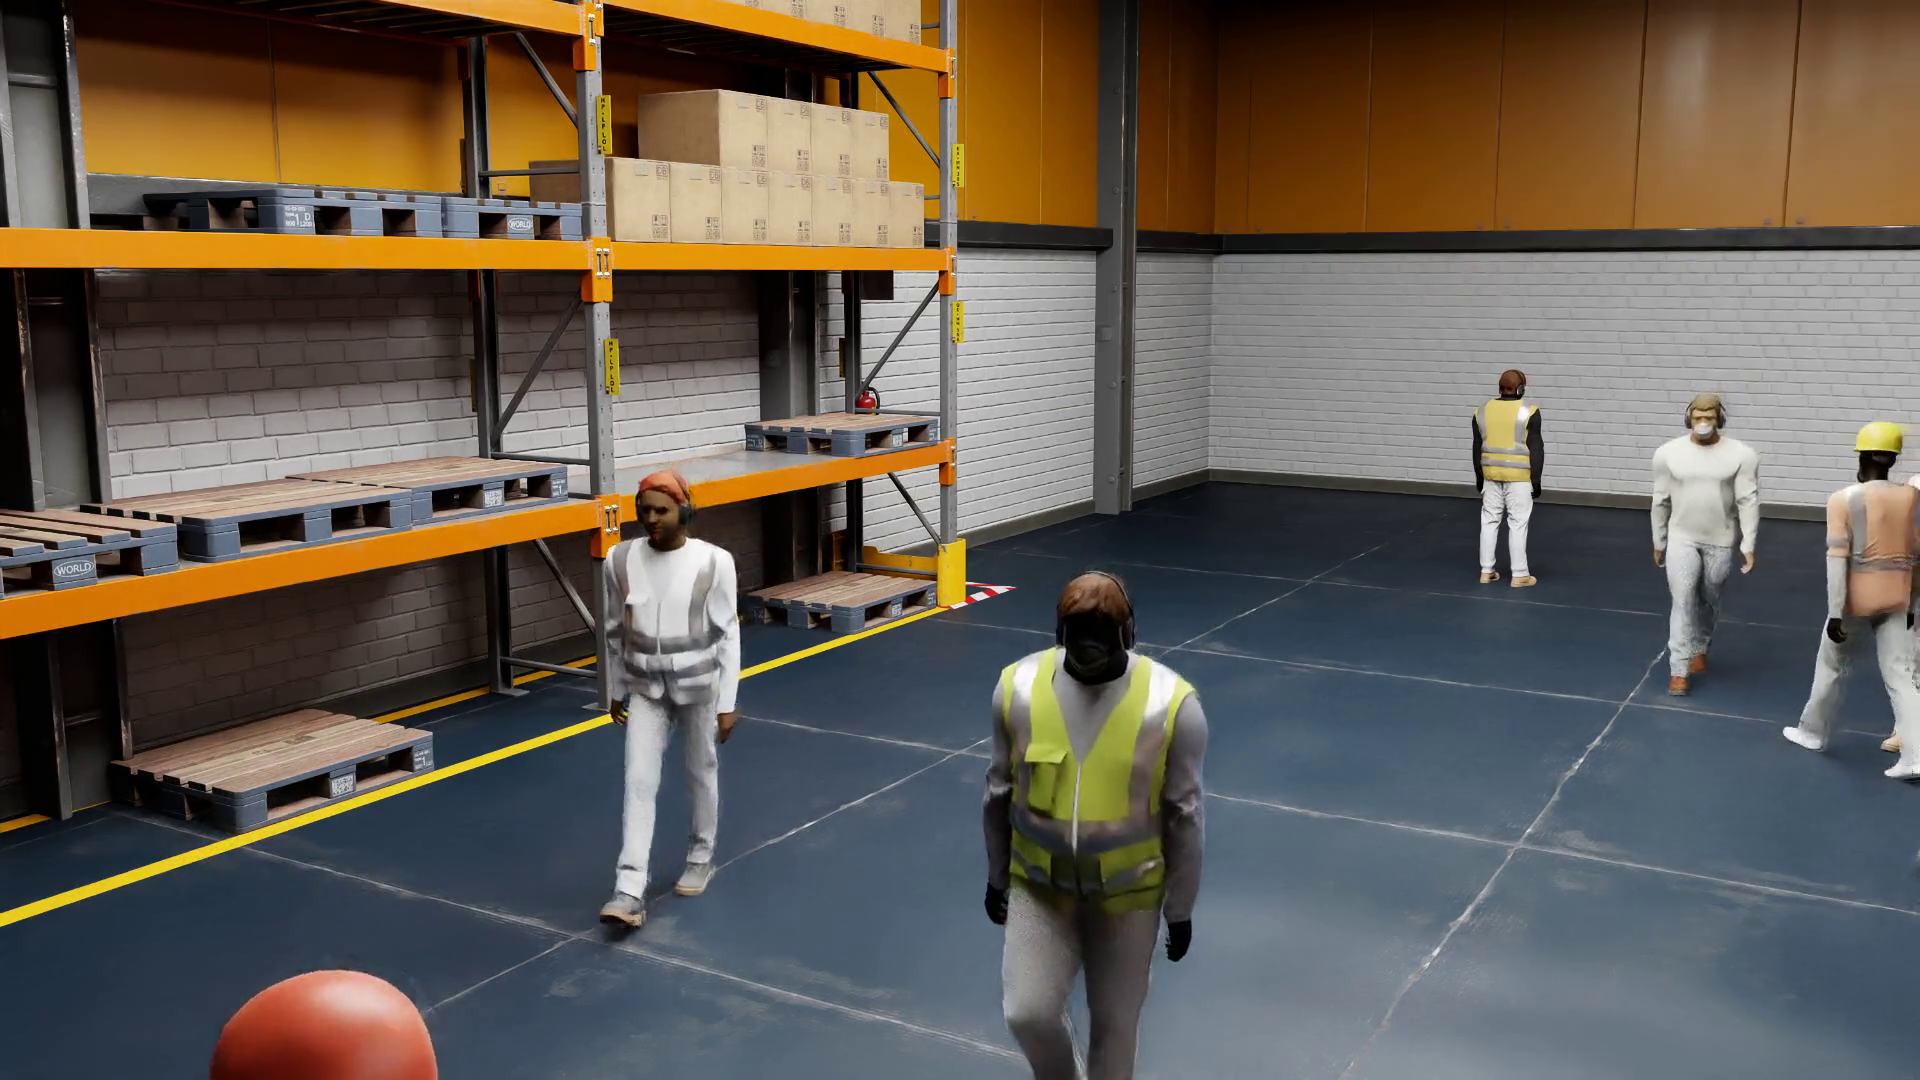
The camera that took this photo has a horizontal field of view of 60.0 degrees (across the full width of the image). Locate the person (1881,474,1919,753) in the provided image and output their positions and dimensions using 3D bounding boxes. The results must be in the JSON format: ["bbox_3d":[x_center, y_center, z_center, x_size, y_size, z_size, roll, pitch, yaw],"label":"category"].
[{"bbox_3d":[5.373,0.290,9.033,0.429,1.841,0.634,-8,12,-41],"label":"person"}]

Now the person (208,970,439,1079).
[{"bbox_3d":[-0.652,1.385,1.875,0.634,1.957,0.920,-5,10,-27],"label":"person"}]

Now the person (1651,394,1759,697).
[{"bbox_3d":[4.777,-0.002,10.710,0.652,1.892,1.003,4,10,24],"label":"person"}]

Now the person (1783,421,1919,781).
[{"bbox_3d":[4.867,0.310,8.853,0.595,1.876,1.007,-1,9,-5],"label":"person"}]

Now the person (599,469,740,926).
[{"bbox_3d":[-1.203,0.649,6.780,0.611,1.839,0.942,1,9,8],"label":"person"}]

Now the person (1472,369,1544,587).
[{"bbox_3d":[4.663,-0.526,14.128,0.429,1.845,0.622,-9,13,-44],"label":"person"}]

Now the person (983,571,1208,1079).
[{"bbox_3d":[0.368,0.986,4.717,0.655,1.828,0.450,2,9,15],"label":"person"}]
